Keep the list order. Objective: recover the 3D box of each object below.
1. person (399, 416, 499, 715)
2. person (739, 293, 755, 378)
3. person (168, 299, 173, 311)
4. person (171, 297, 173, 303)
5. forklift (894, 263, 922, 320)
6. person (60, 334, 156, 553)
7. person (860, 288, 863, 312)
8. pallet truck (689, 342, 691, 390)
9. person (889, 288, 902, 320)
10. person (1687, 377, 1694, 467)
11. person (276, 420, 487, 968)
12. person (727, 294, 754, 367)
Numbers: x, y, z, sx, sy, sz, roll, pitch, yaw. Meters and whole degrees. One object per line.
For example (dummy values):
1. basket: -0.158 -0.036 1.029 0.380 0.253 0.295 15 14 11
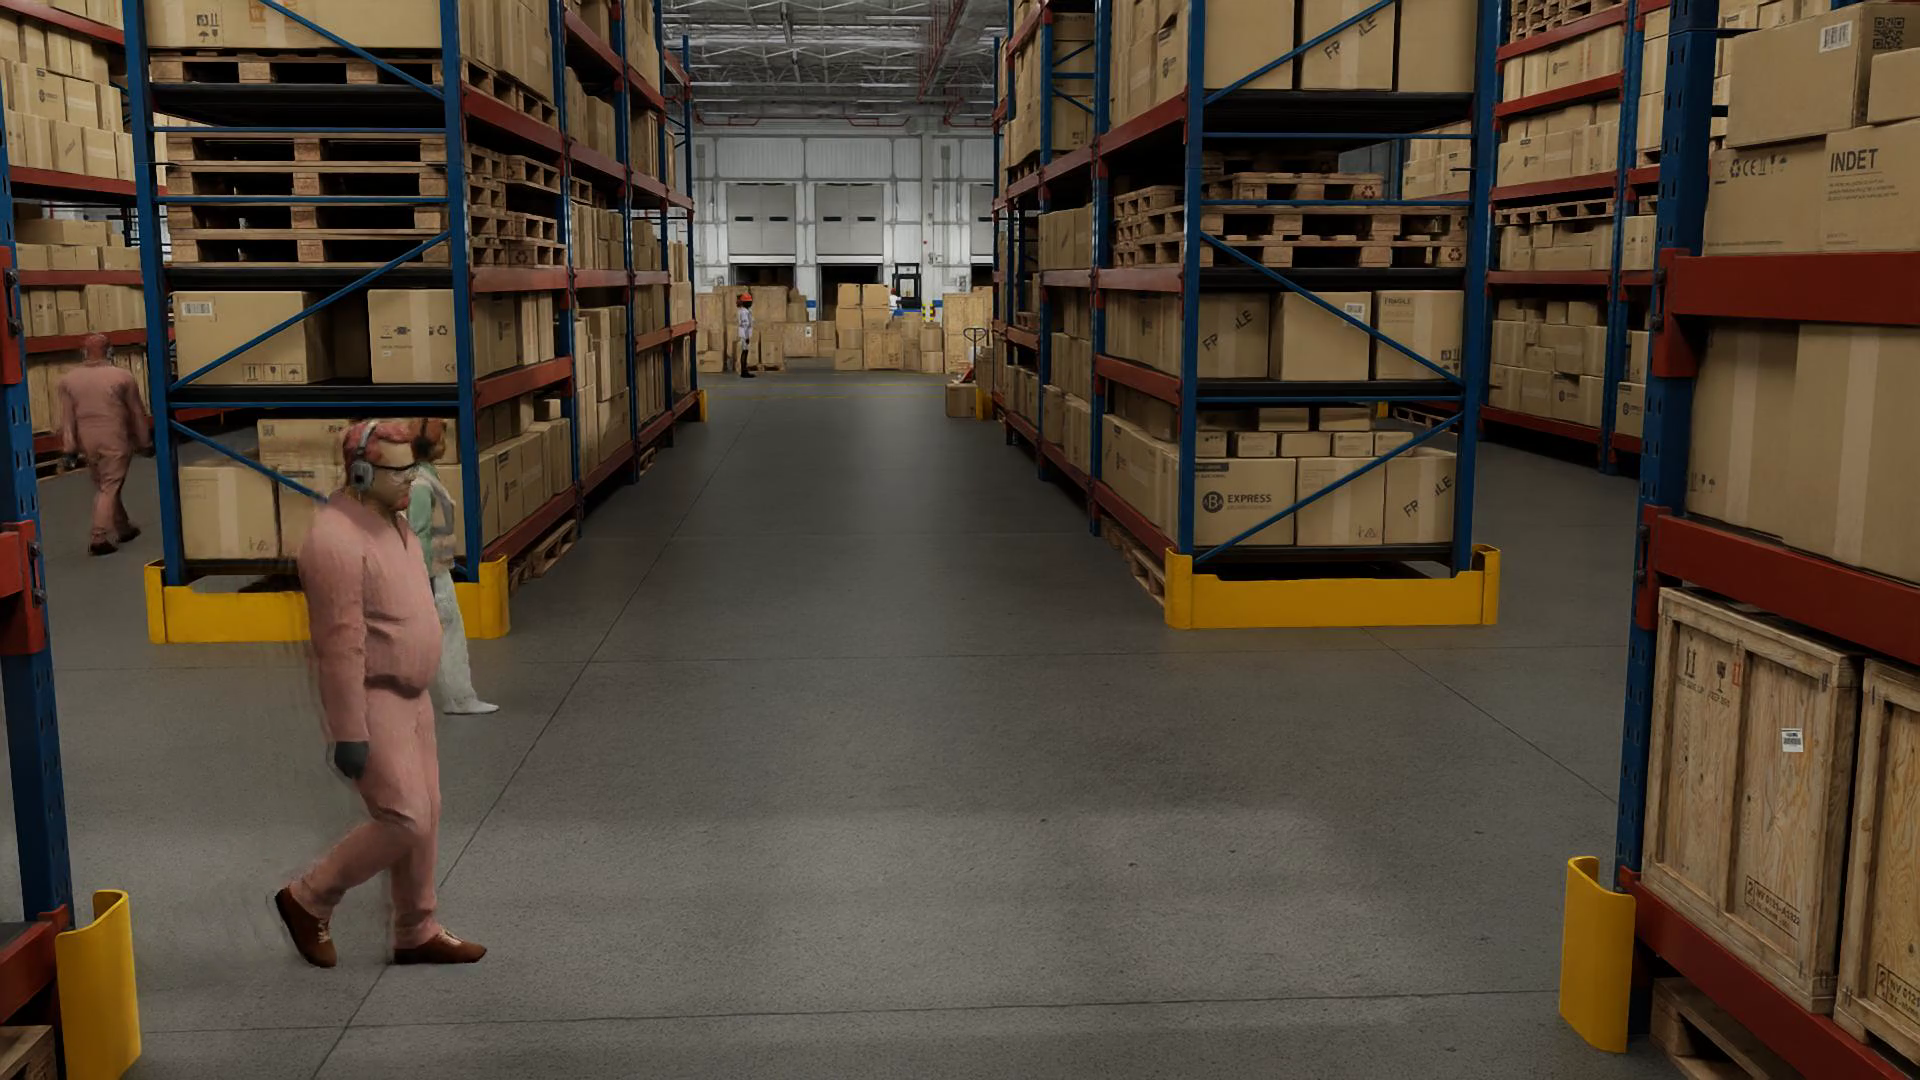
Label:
1. person: -2.865 0.149 8.821 0.687 1.618 0.516 -3 10 -20
2. person: -4.915 -4.704 38.315 0.366 1.939 0.542 -2 9 -12
3. person: -26.164 -7.366 55.588 0.543 1.751 0.523 -2 9 -11
4. person: -29.525 -8.631 62.797 0.395 1.993 0.614 1 9 6
5. forklift: -1.987 -9.022 62.479 1.129 2.768 1.873 -1 9 -4
6. person: -7.320 -0.833 14.296 0.643 1.856 1.014 1 9 5
7. person: -3.365 -7.954 58.771 0.623 1.922 0.649 9 13 44
8. pallet truck: -5.225 -3.008 27.480 1.885 1.965 0.823 2 9 14
9. person: -2.475 -8.532 62.518 0.584 1.882 0.337 0 9 -1
10. person: 6.240 -0.783 14.090 0.629 1.818 0.844 -4 10 -21
11. person: -1.940 0.541 5.517 0.546 1.885 0.667 0 9 -1
12. person: -5.591 -5.384 42.865 1.015 1.877 0.611 -1 9 -5
